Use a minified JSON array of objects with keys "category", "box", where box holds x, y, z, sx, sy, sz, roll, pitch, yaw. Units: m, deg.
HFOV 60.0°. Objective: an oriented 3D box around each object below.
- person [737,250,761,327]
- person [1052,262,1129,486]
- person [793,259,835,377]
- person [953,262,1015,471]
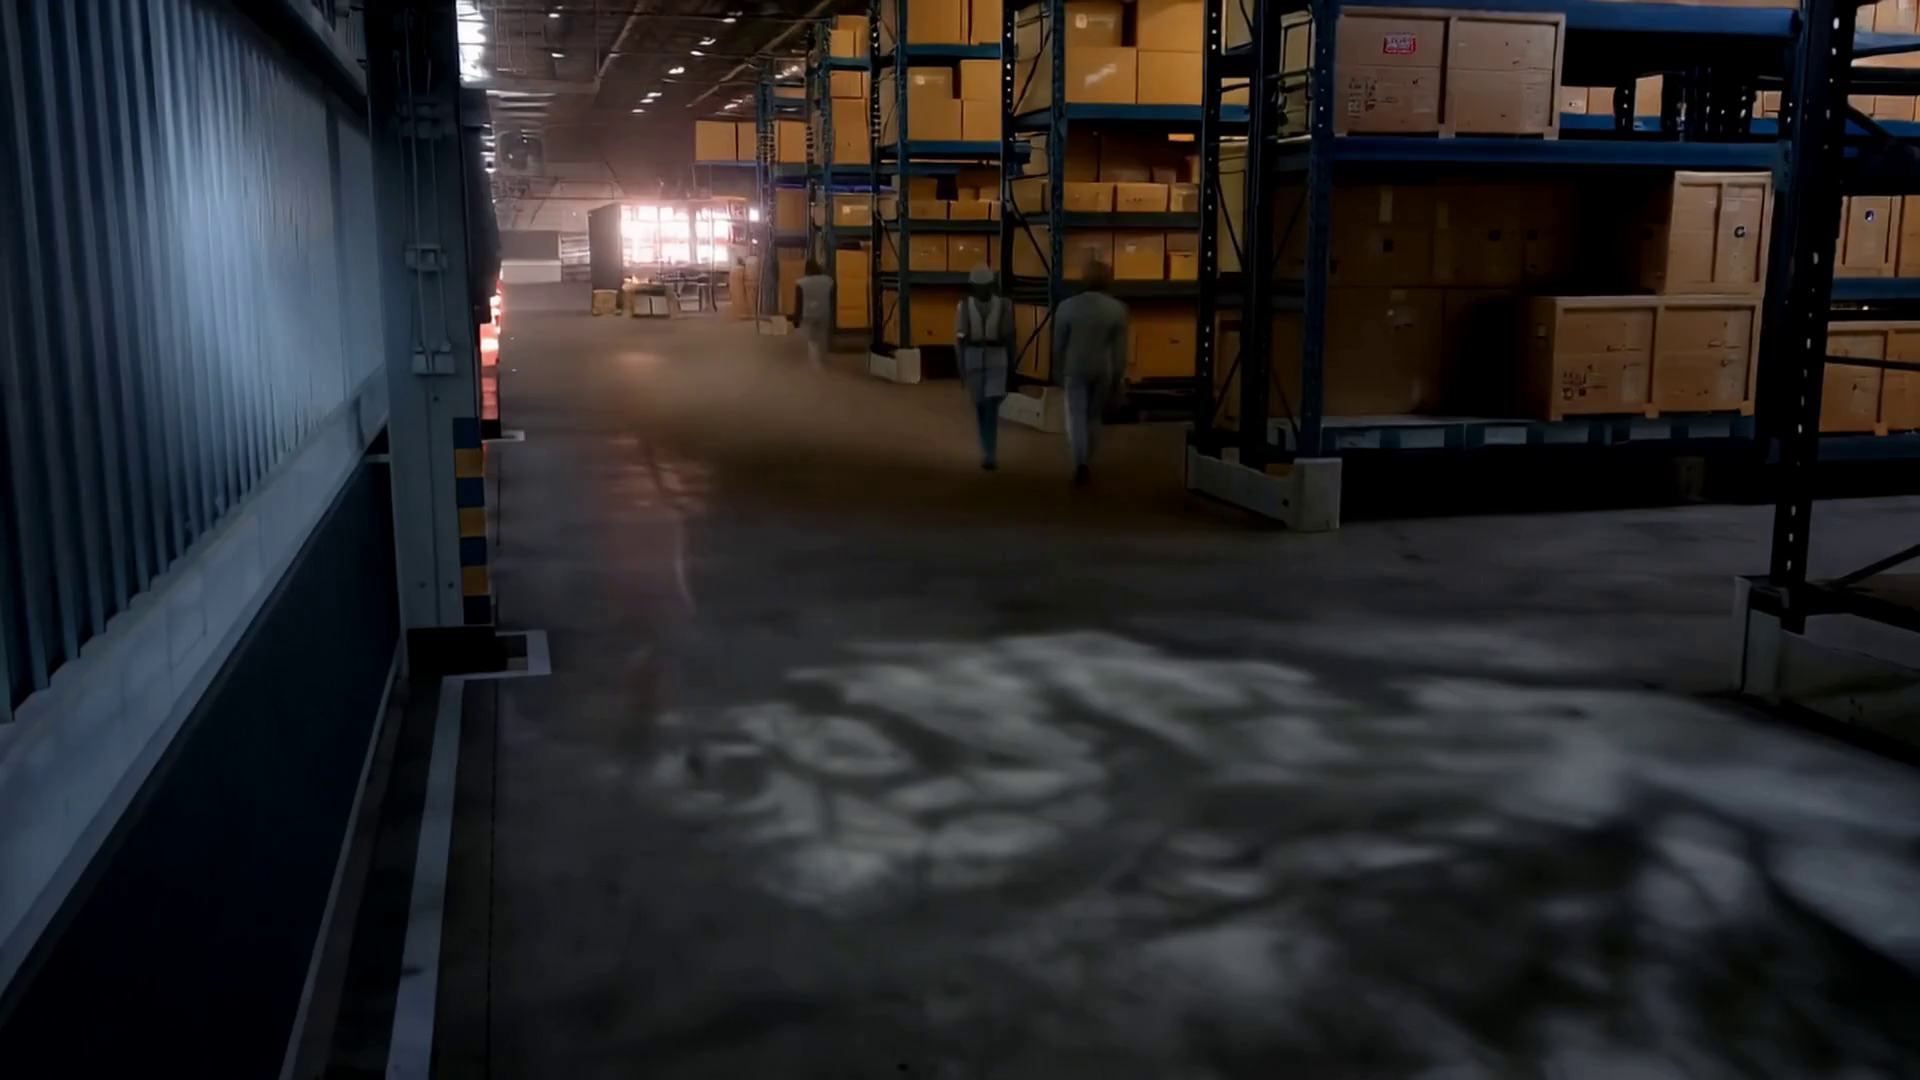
[{"category":"person","box":[-5.301,-6.327,41.879,0.614,1.932,0.450,4,11,24]},{"category":"person","box":[1.107,-1.412,14.196,0.654,1.908,0.971,1,10,4]},{"category":"person","box":[-2.281,-3.444,25.846,0.646,1.825,0.519,-4,11,-19]},{"category":"person","box":[0.227,-1.617,15.365,0.561,1.889,1.005,1,10,5]}]
